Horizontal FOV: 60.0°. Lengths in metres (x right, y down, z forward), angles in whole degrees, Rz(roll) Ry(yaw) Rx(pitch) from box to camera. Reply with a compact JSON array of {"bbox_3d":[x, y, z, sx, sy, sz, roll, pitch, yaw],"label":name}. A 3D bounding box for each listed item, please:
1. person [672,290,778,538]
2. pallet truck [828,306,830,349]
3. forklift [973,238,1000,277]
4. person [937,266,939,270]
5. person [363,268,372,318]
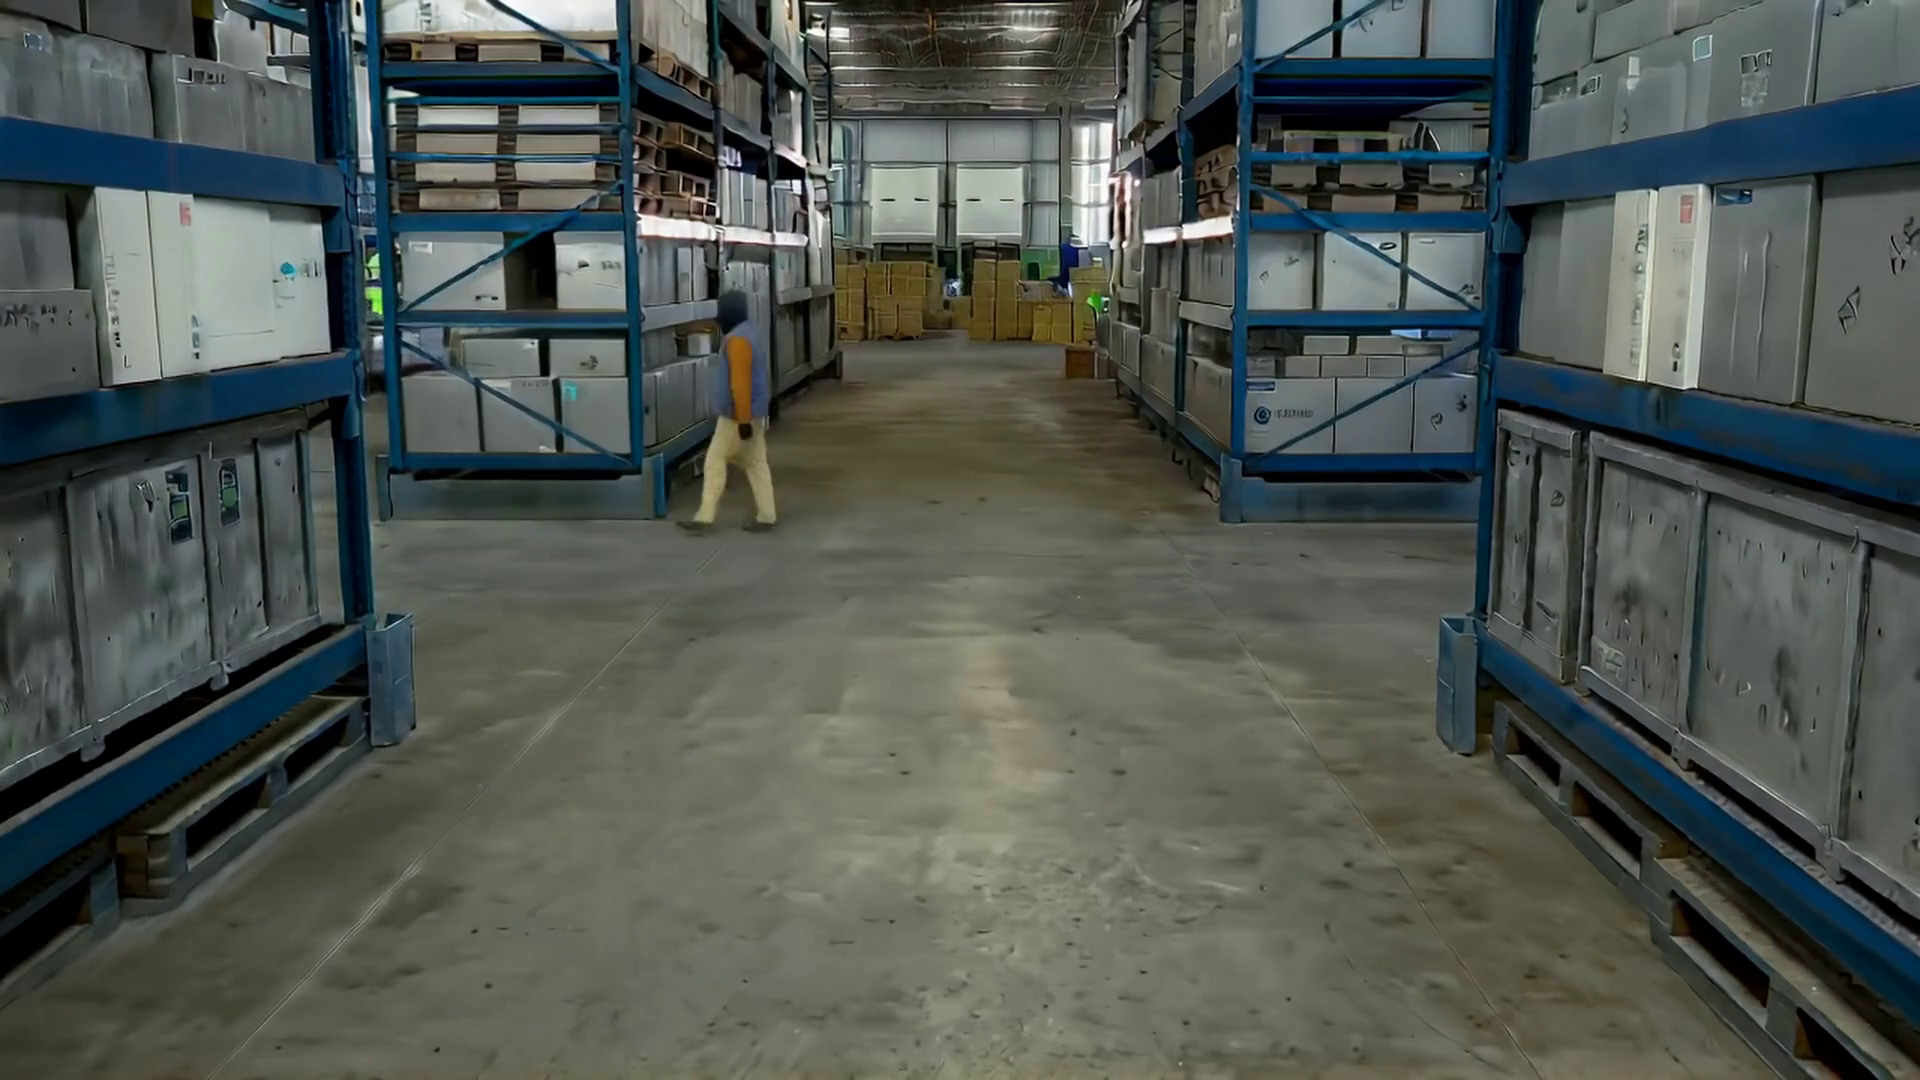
[{"bbox_3d":[-1.750,-0.914,12.219,0.859,1.811,0.658,0,9,2],"label":"person"},{"bbox_3d":[-3.100,-3.940,29.800,1.885,1.965,0.823,3,10,19],"label":"pallet truck"},{"bbox_3d":[0.890,-8.731,55.860,1.129,2.768,1.873,0,9,1],"label":"forklift"},{"bbox_3d":[-0.960,-9.602,64.014,0.677,1.908,0.385,5,11,25],"label":"person"},{"bbox_3d":[-21.715,-9.015,60.706,0.559,1.823,0.538,-4,10,-24],"label":"person"}]
